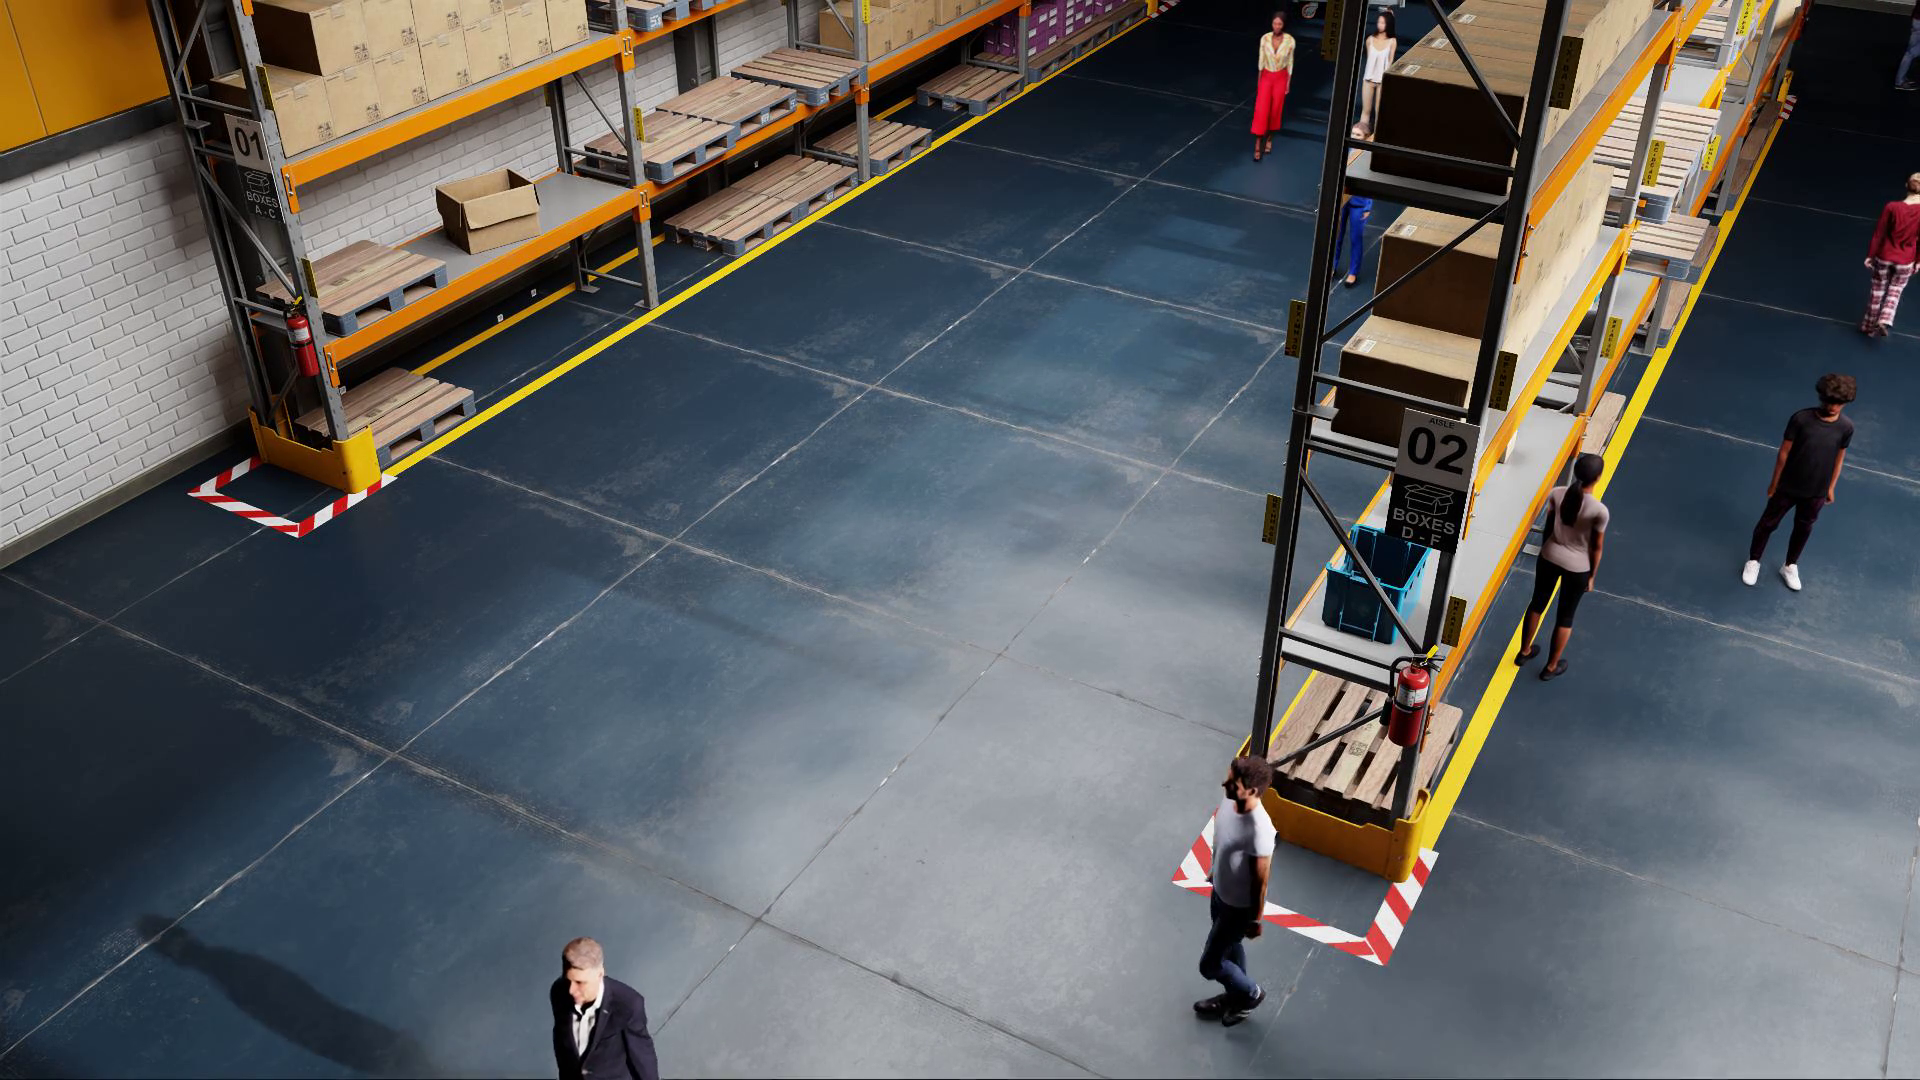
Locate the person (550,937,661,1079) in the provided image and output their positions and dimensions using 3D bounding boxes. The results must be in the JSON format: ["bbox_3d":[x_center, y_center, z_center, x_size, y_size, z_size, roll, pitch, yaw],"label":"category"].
[{"bbox_3d":[-1.649,2.518,7.950,0.787,1.798,0.994,11,35,16],"label":"person"}]

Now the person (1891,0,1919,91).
[{"bbox_3d":[12.837,-6.968,22.172,0.736,1.854,0.529,13,36,19],"label":"person"}]

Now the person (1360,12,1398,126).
[{"bbox_3d":[5.105,-5.626,20.332,0.609,1.655,0.549,18,37,25],"label":"person"}]

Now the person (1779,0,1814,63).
[{"bbox_3d":[10.874,-6.806,21.969,0.820,1.807,0.888,-9,35,-13],"label":"person"}]

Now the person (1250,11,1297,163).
[{"bbox_3d":[3.785,-5.480,20.016,0.806,1.761,1.087,6,34,9],"label":"person"}]

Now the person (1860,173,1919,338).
[{"bbox_3d":[8.925,-2.669,15.849,0.678,1.692,0.736,13,36,18],"label":"person"}]

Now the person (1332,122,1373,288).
[{"bbox_3d":[4.002,-3.445,17.010,0.652,1.700,0.580,23,40,31],"label":"person"}]

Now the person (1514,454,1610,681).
[{"bbox_3d":[4.177,0.178,11.519,0.639,1.745,0.605,28,43,35],"label":"person"}]

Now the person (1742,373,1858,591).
[{"bbox_3d":[6.312,-0.459,12.445,0.690,1.780,0.667,7,34,11],"label":"person"}]

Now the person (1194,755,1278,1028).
[{"bbox_3d":[1.557,1.878,8.860,0.868,1.856,0.801,-6,34,-9],"label":"person"}]
